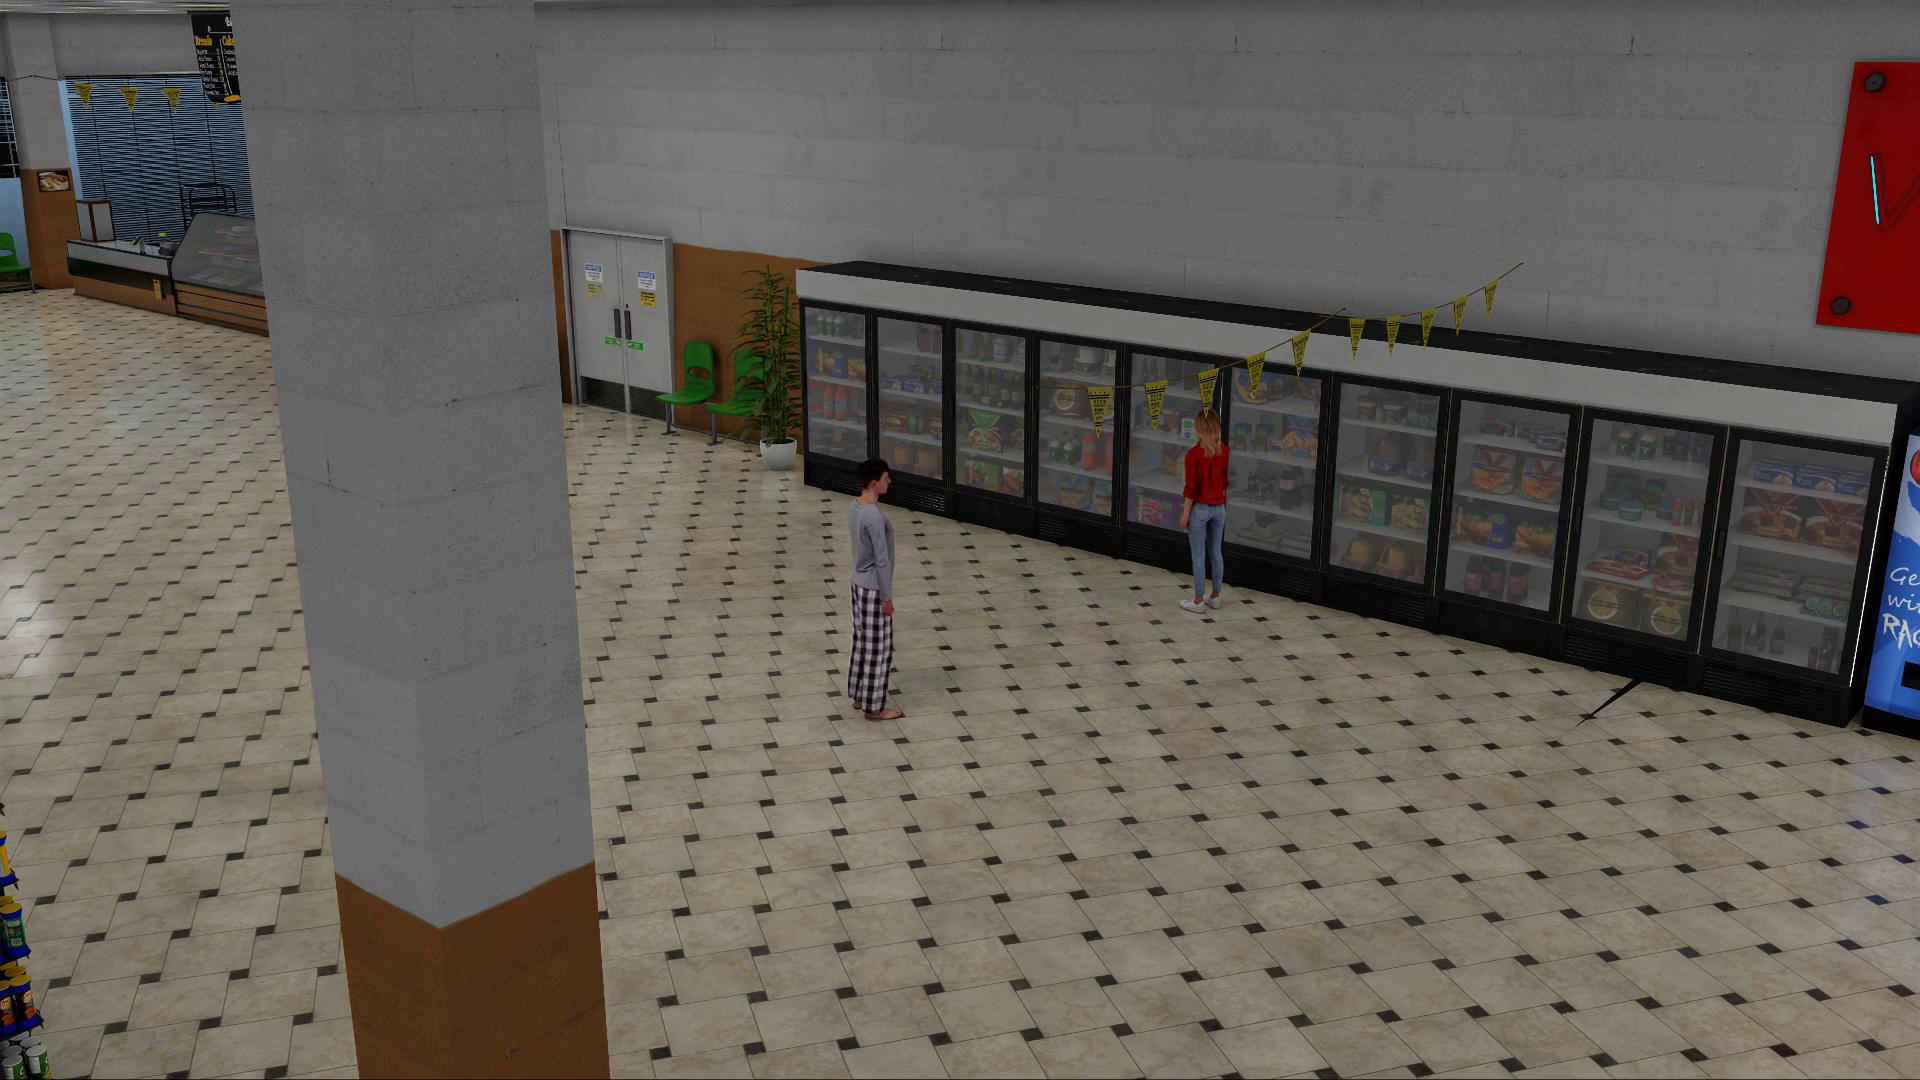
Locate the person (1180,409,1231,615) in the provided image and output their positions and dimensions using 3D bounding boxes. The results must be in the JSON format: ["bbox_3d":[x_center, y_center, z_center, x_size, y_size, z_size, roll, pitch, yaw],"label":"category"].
[{"bbox_3d":[2.027,-0.239,13.715,0.556,1.704,0.734,-10,20,-30],"label":"person"}]

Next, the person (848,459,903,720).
[{"bbox_3d":[-0.617,0.333,11.586,0.690,1.847,0.708,-7,18,-23],"label":"person"}]
